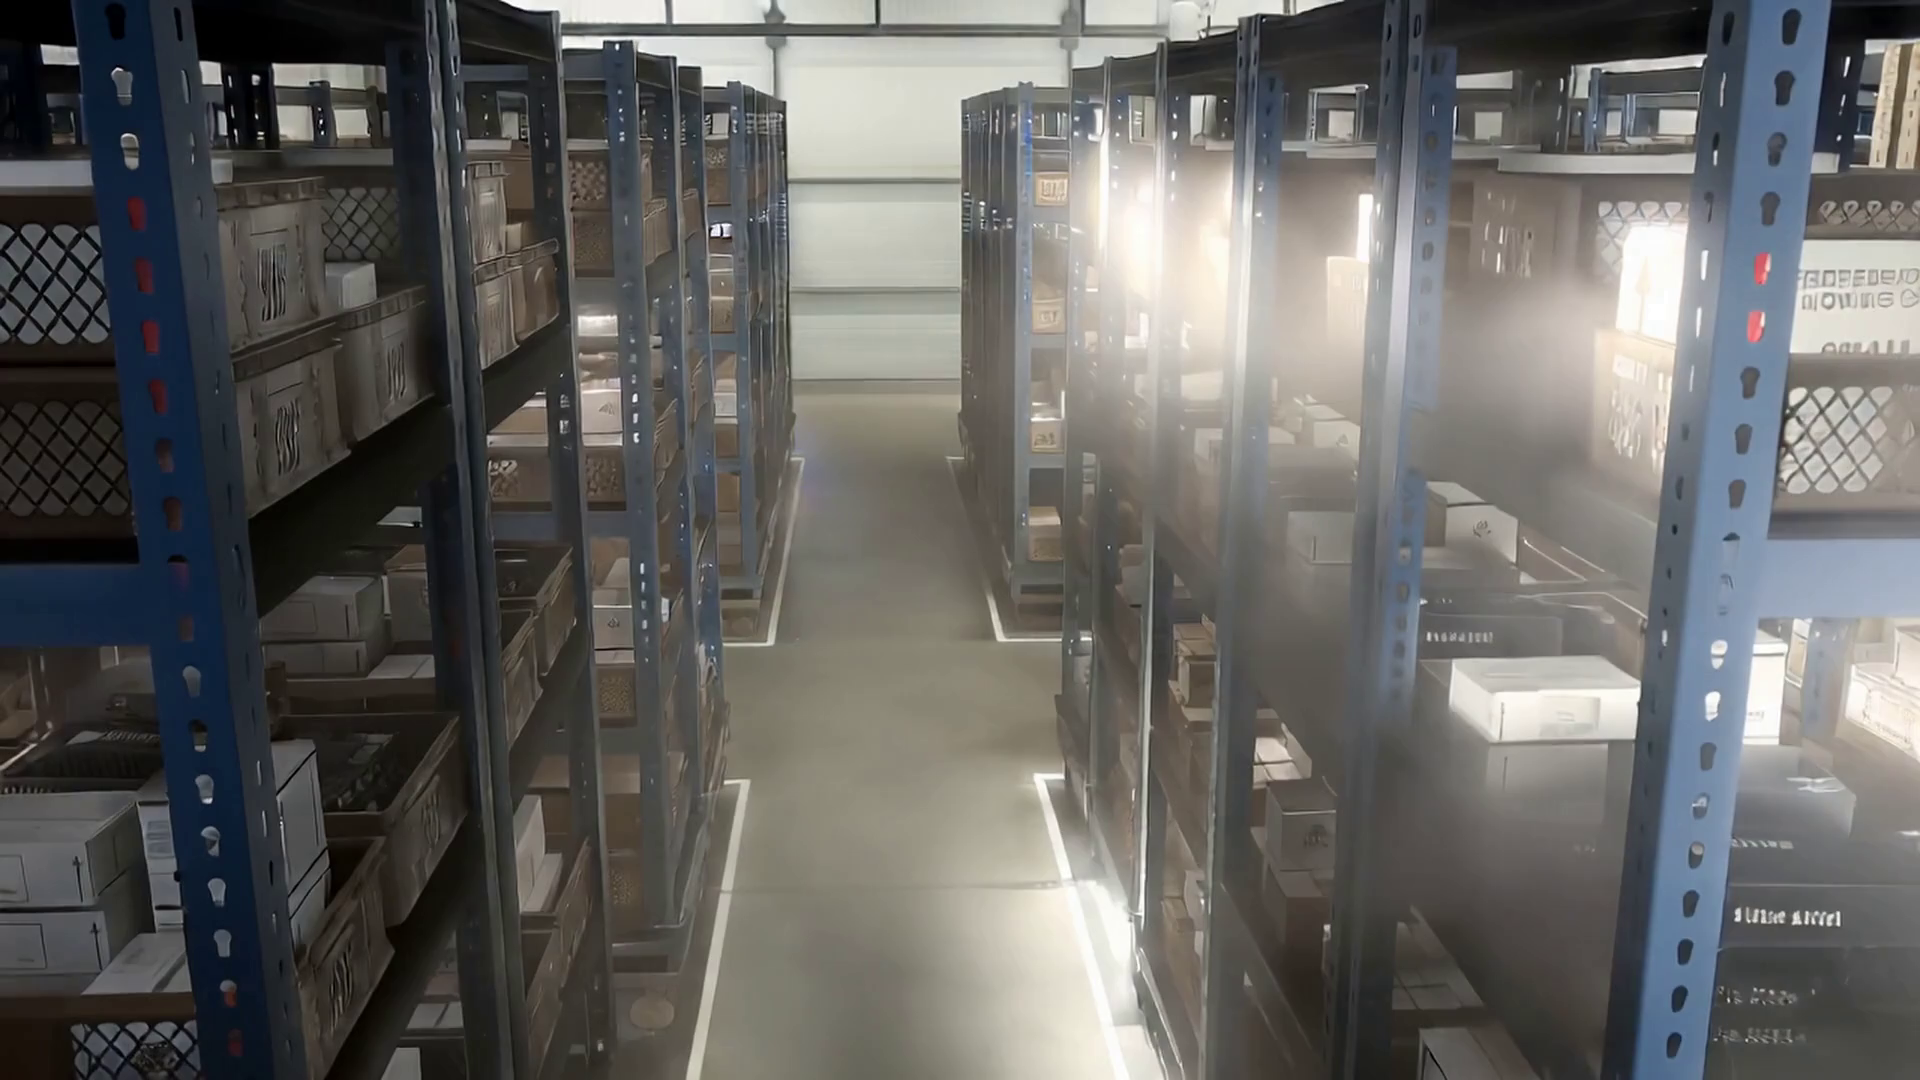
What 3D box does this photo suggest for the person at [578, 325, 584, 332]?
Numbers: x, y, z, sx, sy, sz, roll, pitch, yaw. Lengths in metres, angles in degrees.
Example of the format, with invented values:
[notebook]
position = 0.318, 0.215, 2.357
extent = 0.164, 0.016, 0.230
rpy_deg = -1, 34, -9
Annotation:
[person]
position = -3.109, -0.845, 13.381
extent = 0.404, 1.836, 0.590
rpy_deg = -6, 15, -24
